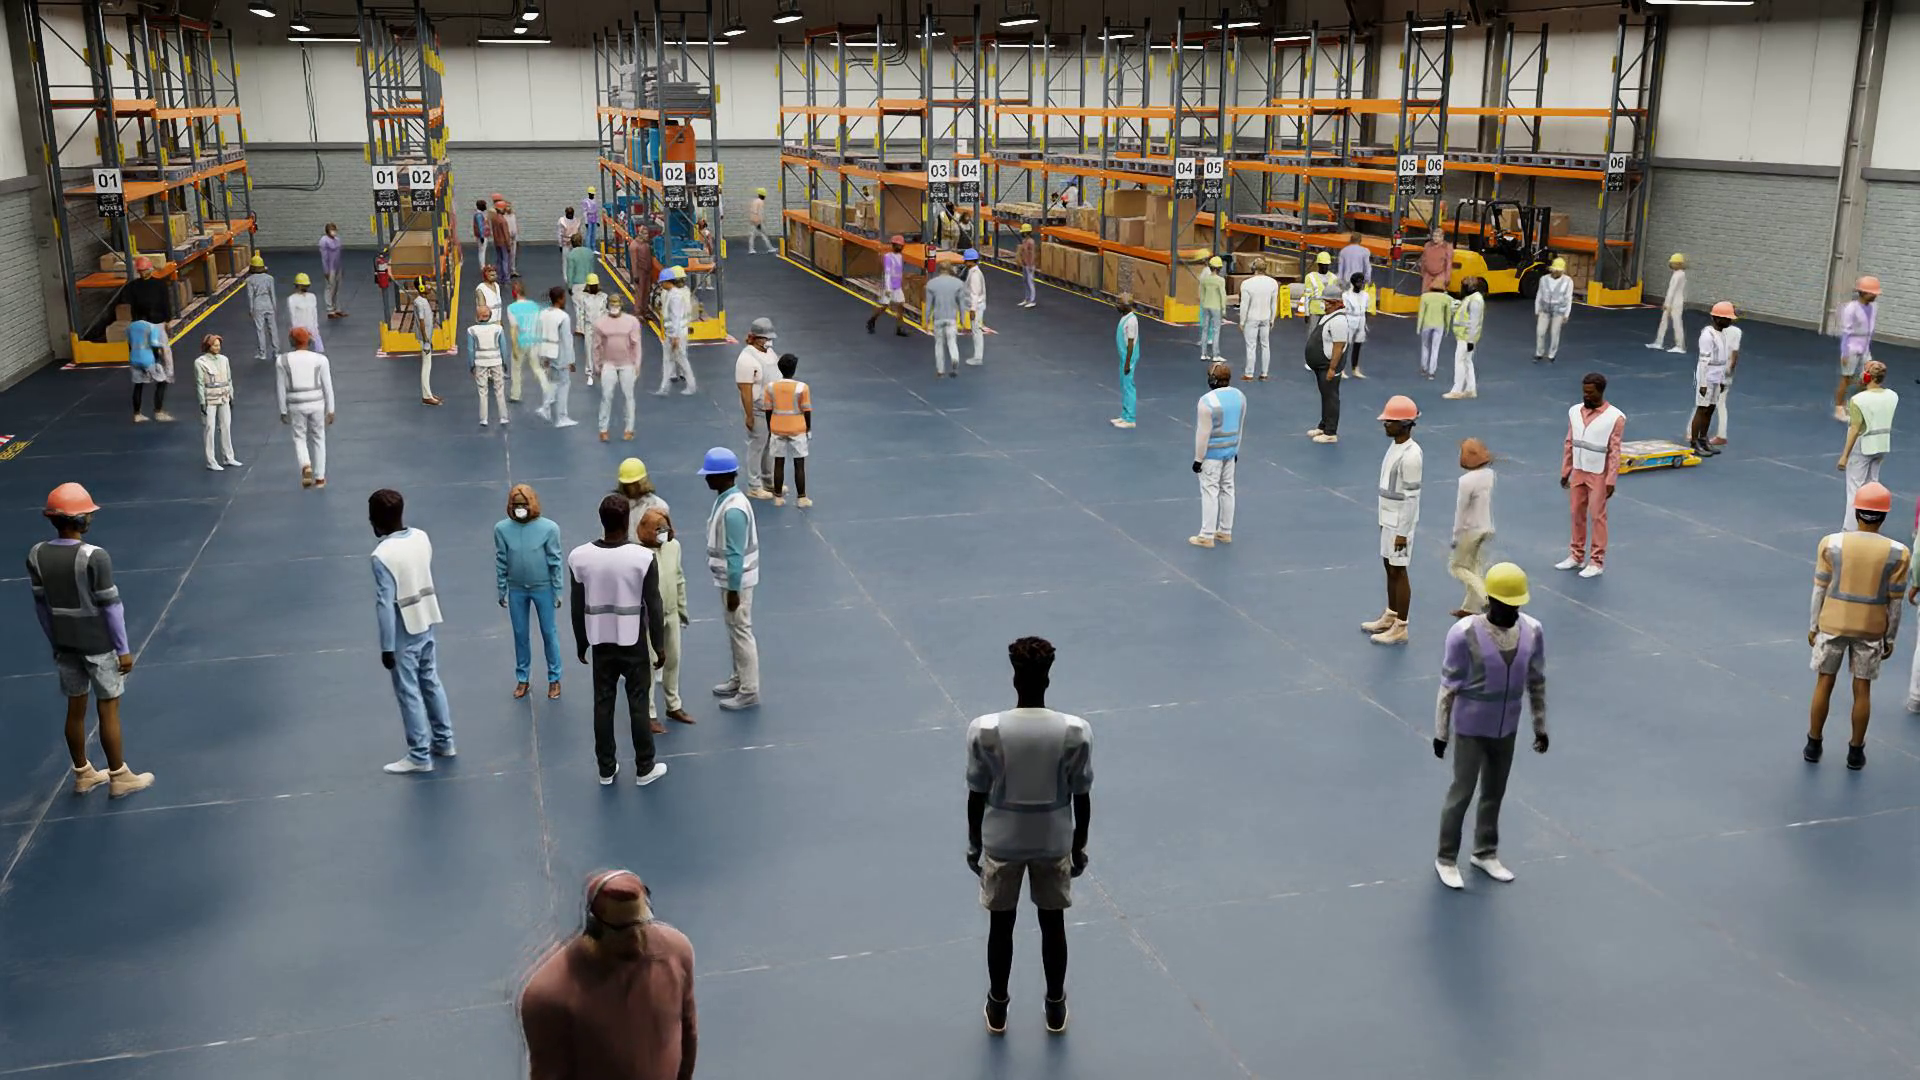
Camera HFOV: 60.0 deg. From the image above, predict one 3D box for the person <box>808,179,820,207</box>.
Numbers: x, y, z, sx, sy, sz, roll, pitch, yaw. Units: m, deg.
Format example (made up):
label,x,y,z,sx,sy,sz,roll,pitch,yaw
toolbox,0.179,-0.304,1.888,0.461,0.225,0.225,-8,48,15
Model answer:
label,x,y,z,sx,sy,sz,roll,pitch,yaw
person,-4.579,-10.263,51.756,0.360,1.938,0.546,7,16,25

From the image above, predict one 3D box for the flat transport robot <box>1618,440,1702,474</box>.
label,x,y,z,sx,sy,sz,roll,pitch,yaw
flat transport robot,8.228,-1.022,20.175,1.431,0.197,0.652,-7,16,-25

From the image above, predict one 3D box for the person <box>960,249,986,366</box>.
label,x,y,z,sx,sy,sz,roll,pitch,yaw
person,0.223,-3.888,27.773,0.429,1.938,0.602,-1,15,-2

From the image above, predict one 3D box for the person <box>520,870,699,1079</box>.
label,x,y,z,sx,sy,sz,roll,pitch,yaw
person,-1.113,2.019,5.650,0.656,1.874,0.853,-9,18,-32

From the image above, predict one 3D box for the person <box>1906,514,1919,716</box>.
label,x,y,z,sx,sy,sz,roll,pitch,yaw
person,7.112,0.334,11.859,0.615,1.945,0.404,10,18,34

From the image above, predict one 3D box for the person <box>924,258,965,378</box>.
label,x,y,z,sx,sy,sz,roll,pitch,yaw
person,-0.235,-3.475,26.266,0.650,1.917,0.605,-2,15,-7

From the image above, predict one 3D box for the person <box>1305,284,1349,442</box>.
label,x,y,z,sx,sy,sz,roll,pitch,yaw
person,4.740,-2.292,21.561,0.536,2.000,0.676,1,15,3

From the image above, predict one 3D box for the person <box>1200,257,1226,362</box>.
label,x,y,z,sx,sy,sz,roll,pitch,yaw
person,4.293,-3.904,28.153,0.317,1.769,0.522,-13,20,-41

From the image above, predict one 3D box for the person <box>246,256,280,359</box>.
label,x,y,z,sx,sy,sz,roll,pitch,yaw
person,-11.941,-3.972,28.452,0.284,1.746,0.488,14,20,41

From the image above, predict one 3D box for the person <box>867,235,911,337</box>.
label,x,y,z,sx,sy,sz,roll,pitch,yaw
person,-1.332,-4.776,31.205,0.894,1.893,0.549,9,17,31

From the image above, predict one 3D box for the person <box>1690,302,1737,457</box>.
label,x,y,z,sx,sy,sz,roll,pitch,yaw
person,9.358,-1.996,20.658,0.543,1.931,0.386,-13,20,-40

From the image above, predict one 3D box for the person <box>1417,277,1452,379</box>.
label,x,y,z,sx,sy,sz,roll,pitch,yaw
person,7.573,-3.400,26.571,0.512,1.588,0.783,4,15,16

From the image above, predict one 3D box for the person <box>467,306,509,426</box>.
label,x,y,z,sx,sy,sz,roll,pitch,yaw
person,-6.412,-2.367,22.614,0.514,1.639,0.310,-4,15,-15

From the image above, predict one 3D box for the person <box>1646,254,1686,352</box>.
label,x,y,z,sx,sy,sz,roll,pitch,yaw
person,12.455,-4.165,29.242,0.768,1.717,0.491,8,17,27

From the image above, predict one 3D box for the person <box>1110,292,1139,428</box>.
label,x,y,z,sx,sy,sz,roll,pitch,yaw
person,2.243,-2.429,22.476,0.342,1.839,0.502,-1,15,-5

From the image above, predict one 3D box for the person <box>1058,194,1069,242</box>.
label,x,y,z,sx,sy,sz,roll,pitch,yaw
person,2.900,-8.785,46.542,0.341,1.752,0.563,13,20,40

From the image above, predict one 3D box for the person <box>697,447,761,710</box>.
label,x,y,z,sx,sy,sz,roll,pitch,yaw
person,-1.676,0.271,12.126,0.421,1.938,0.605,-4,15,-15

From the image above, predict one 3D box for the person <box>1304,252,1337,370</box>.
label,x,y,z,sx,sy,sz,roll,pitch,yaw
person,5.914,-3.759,27.298,0.585,1.927,0.366,-5,16,-19

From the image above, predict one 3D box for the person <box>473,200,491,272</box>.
label,x,y,z,sx,sy,sz,roll,pitch,yaw
person,-12.231,-7.789,42.630,0.429,1.841,0.634,-3,15,-13

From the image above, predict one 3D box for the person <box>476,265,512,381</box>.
label,x,y,z,sx,sy,sz,roll,pitch,yaw
person,-7.385,-3.408,26.169,0.407,1.830,0.576,3,15,13

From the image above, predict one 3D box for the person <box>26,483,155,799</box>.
label,x,y,z,sx,sy,sz,roll,pitch,yaw
person,-5.513,0.642,10.520,0.608,2.043,0.374,4,15,14

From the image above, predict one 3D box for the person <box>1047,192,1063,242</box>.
label,x,y,z,sx,sy,sz,roll,pitch,yaw
person,2.583,-8.576,45.548,0.521,1.865,0.328,-3,15,-11

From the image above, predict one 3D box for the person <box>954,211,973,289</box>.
label,x,y,z,sx,sy,sz,roll,pitch,yaw
person,0.146,-6.722,38.676,0.536,1.823,0.717,-6,16,-22

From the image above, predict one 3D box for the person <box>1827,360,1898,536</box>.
label,x,y,z,sx,sy,sz,roll,pitch,yaw
person,9.018,-0.865,16.562,0.566,1.847,0.390,-6,16,-22

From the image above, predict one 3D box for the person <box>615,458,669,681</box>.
label,x,y,z,sx,sy,sz,roll,pitch,yaw
person,-2.451,0.217,12.703,0.500,1.740,0.312,2,15,7

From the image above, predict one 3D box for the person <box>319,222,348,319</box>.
label,x,y,z,sx,sy,sz,roll,pitch,yaw
person,-12.689,-5.455,33.664,0.374,1.936,0.628,3,15,9

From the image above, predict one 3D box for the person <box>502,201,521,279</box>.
label,x,y,z,sx,sy,sz,roll,pitch,yaw
person,-11.174,-7.442,41.223,0.399,1.899,0.647,6,16,22

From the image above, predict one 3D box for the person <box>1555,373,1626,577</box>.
label,x,y,z,sx,sy,sz,roll,pitch,yaw
person,5.893,-0.620,15.528,0.402,1.910,0.598,-9,17,-29

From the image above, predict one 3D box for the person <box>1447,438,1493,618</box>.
label,x,y,z,sx,sy,sz,roll,pitch,yaw
person,4.348,-0.058,13.977,0.539,1.621,0.466,-13,20,-41

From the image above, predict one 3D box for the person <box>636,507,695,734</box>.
label,x,y,z,sx,sy,sz,roll,pitch,yaw
person,-2.110,0.553,11.656,0.287,1.622,0.508,10,18,34

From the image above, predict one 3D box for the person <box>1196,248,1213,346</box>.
label,x,y,z,sx,sy,sz,roll,pitch,yaw
person,4.430,-4.370,29.928,0.350,1.758,0.553,1,15,5

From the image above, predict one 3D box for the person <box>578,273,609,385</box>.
label,x,y,z,sx,sy,sz,roll,pitch,yaw
person,-5.657,-3.269,25.826,0.485,1.736,0.321,-5,16,-17

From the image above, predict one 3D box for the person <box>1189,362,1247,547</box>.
label,x,y,z,sx,sy,sz,roll,pitch,yaw
person,2.538,-0.851,16.522,0.633,1.843,0.429,-13,19,-39

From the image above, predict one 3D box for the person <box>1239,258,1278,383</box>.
label,x,y,z,sx,sy,sz,roll,pitch,yaw
person,4.653,-3.433,26.052,0.631,1.940,0.372,-5,16,-17

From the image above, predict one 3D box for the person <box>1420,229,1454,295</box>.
label,x,y,z,sx,sy,sz,roll,pitch,yaw
person,9.378,-5.197,32.805,0.681,1.878,0.471,10,18,32

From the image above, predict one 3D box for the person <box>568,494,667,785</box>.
label,x,y,z,sx,sy,sz,roll,pitch,yaw
person,-2.197,0.654,10.711,0.597,1.916,0.371,2,15,7

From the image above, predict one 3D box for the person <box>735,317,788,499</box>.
label,x,y,z,sx,sy,sz,roll,pitch,yaw
person,-2.171,-1.481,18.510,0.535,2.000,0.684,5,16,20

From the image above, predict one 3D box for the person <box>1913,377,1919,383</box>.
label,x,y,z,sx,sy,sz,roll,pitch,yaw
person,15.212,-3.183,25.385,0.972,1.786,0.562,3,15,12

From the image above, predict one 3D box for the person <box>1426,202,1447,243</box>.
label,x,y,z,sx,sy,sz,roll,pitch,yaw
person,11.054,-6.838,38.699,0.424,2.035,0.601,1,15,4

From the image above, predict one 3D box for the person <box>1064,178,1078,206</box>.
label,x,y,z,sx,sy,sz,roll,pitch,yaw
person,3.558,-10.571,52.984,0.651,1.912,0.967,8,17,28

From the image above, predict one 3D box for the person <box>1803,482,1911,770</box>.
label,x,y,z,sx,sy,sz,roll,pitch,yaw
person,5.927,0.566,11.034,0.539,1.929,0.389,7,16,25
